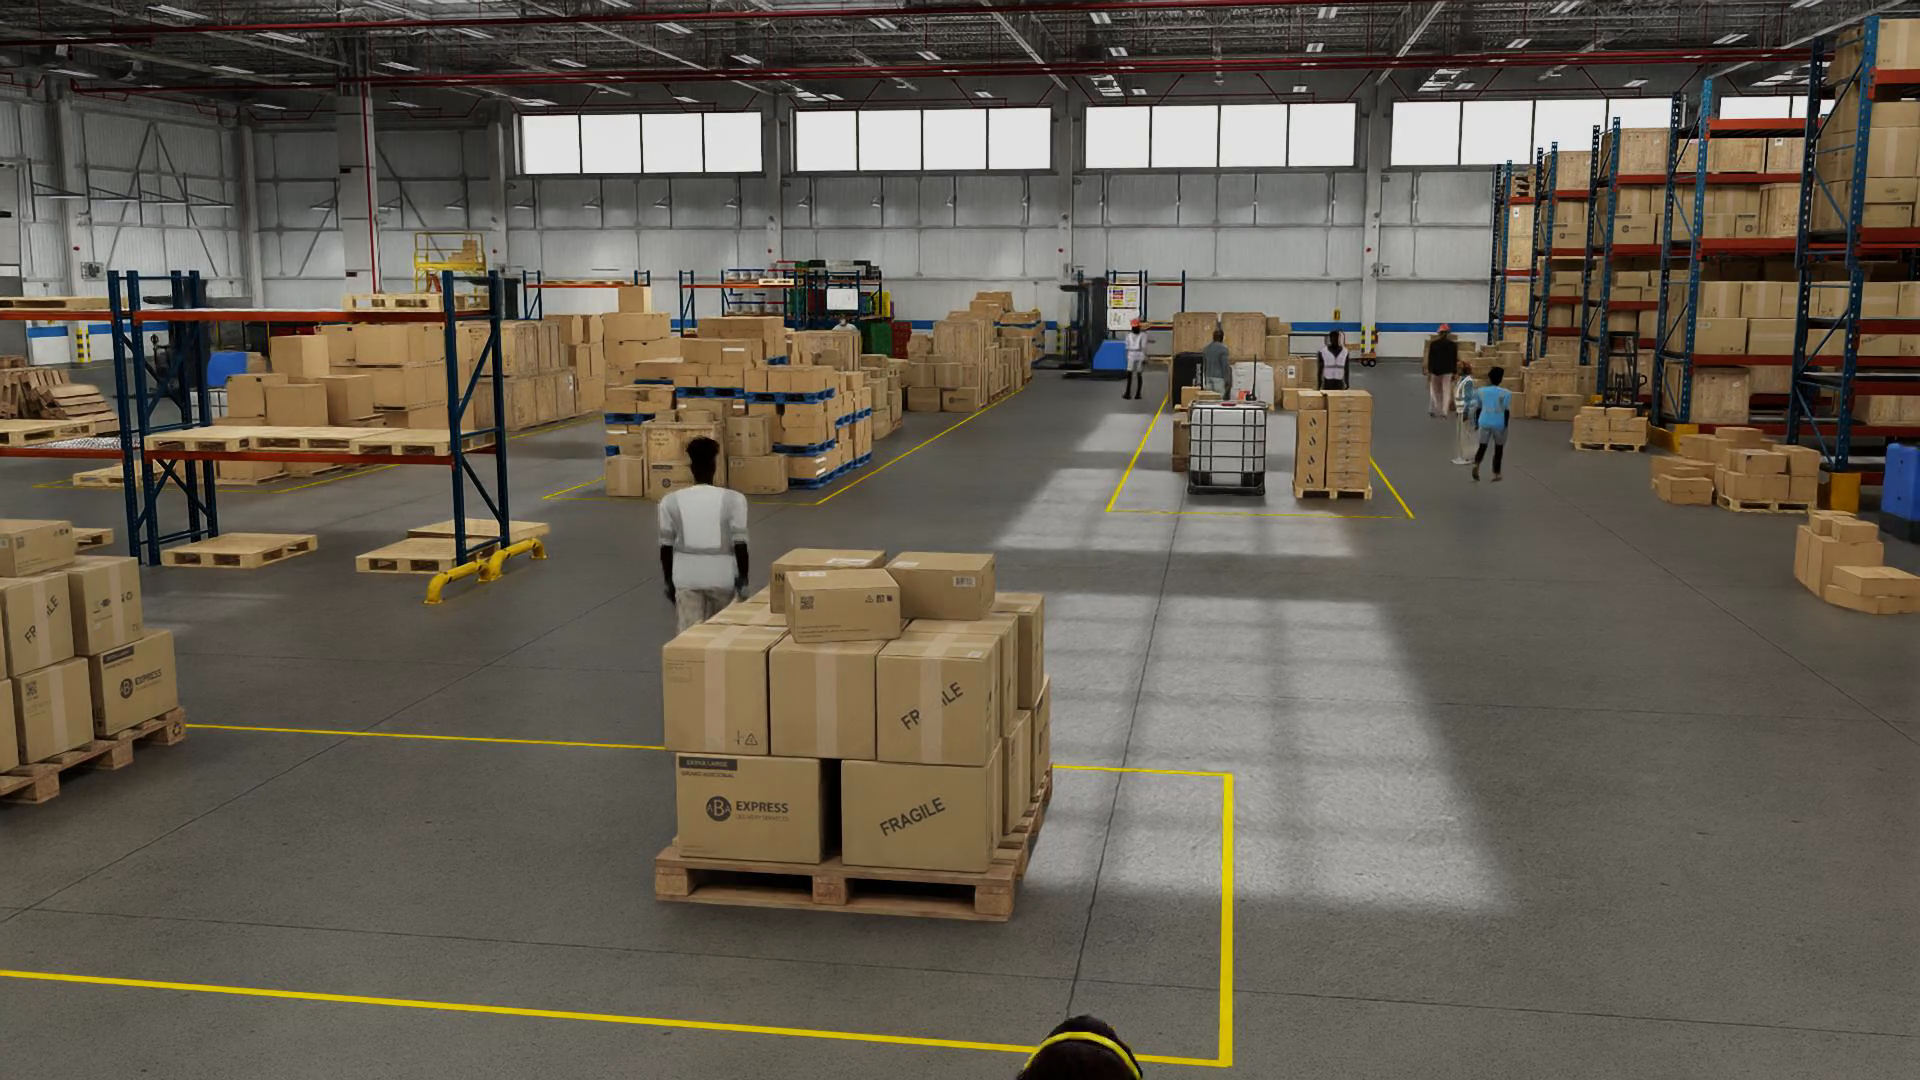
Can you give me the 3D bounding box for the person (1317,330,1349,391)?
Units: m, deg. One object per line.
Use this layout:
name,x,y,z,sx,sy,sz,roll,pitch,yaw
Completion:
person,7.096,-3.032,31.624,0.625,1.900,0.457,-1,9,-5

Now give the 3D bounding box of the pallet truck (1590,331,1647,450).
pallet truck,11.253,-2.573,28.499,0.823,1.965,1.885,5,10,27

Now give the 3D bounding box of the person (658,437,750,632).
person,-1.712,0.261,11.229,0.616,1.914,1.002,0,9,-2

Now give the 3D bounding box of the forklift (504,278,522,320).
forklift,-12.022,-5.653,44.779,1.873,2.768,1.129,-3,10,-17

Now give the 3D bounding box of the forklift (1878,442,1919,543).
forklift,11.347,-1.348,18.226,1.873,2.768,1.129,1,9,9

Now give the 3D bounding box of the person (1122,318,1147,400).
person,4.096,-4.240,39.066,0.549,1.900,0.852,4,10,23

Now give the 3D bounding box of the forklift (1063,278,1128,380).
forklift,3.860,-5.868,46.103,1.873,2.768,1.129,1,9,9

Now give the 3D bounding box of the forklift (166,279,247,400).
forklift,-18.051,-4.783,39.416,1.873,2.768,1.129,-8,12,-40

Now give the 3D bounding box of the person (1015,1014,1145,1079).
person,0.155,1.693,2.667,0.522,1.854,0.651,2,9,13

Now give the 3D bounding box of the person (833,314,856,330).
person,-3.024,-4.953,43.504,0.638,1.887,0.968,0,9,-1

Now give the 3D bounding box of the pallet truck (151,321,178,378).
pallet truck,-21.869,-5.598,47.154,0.823,1.965,1.885,4,10,26

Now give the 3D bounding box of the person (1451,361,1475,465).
person,7.891,-1.992,26.043,0.320,1.631,0.527,0,9,1

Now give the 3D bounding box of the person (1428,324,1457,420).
person,9.869,-3.444,34.063,0.630,1.928,1.040,0,9,2

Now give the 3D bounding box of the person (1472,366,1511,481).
person,7.607,-1.657,23.828,0.536,1.672,0.677,7,12,37

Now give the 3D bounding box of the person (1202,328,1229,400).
person,4.906,-3.090,31.903,0.366,1.931,0.630,-7,12,-38
